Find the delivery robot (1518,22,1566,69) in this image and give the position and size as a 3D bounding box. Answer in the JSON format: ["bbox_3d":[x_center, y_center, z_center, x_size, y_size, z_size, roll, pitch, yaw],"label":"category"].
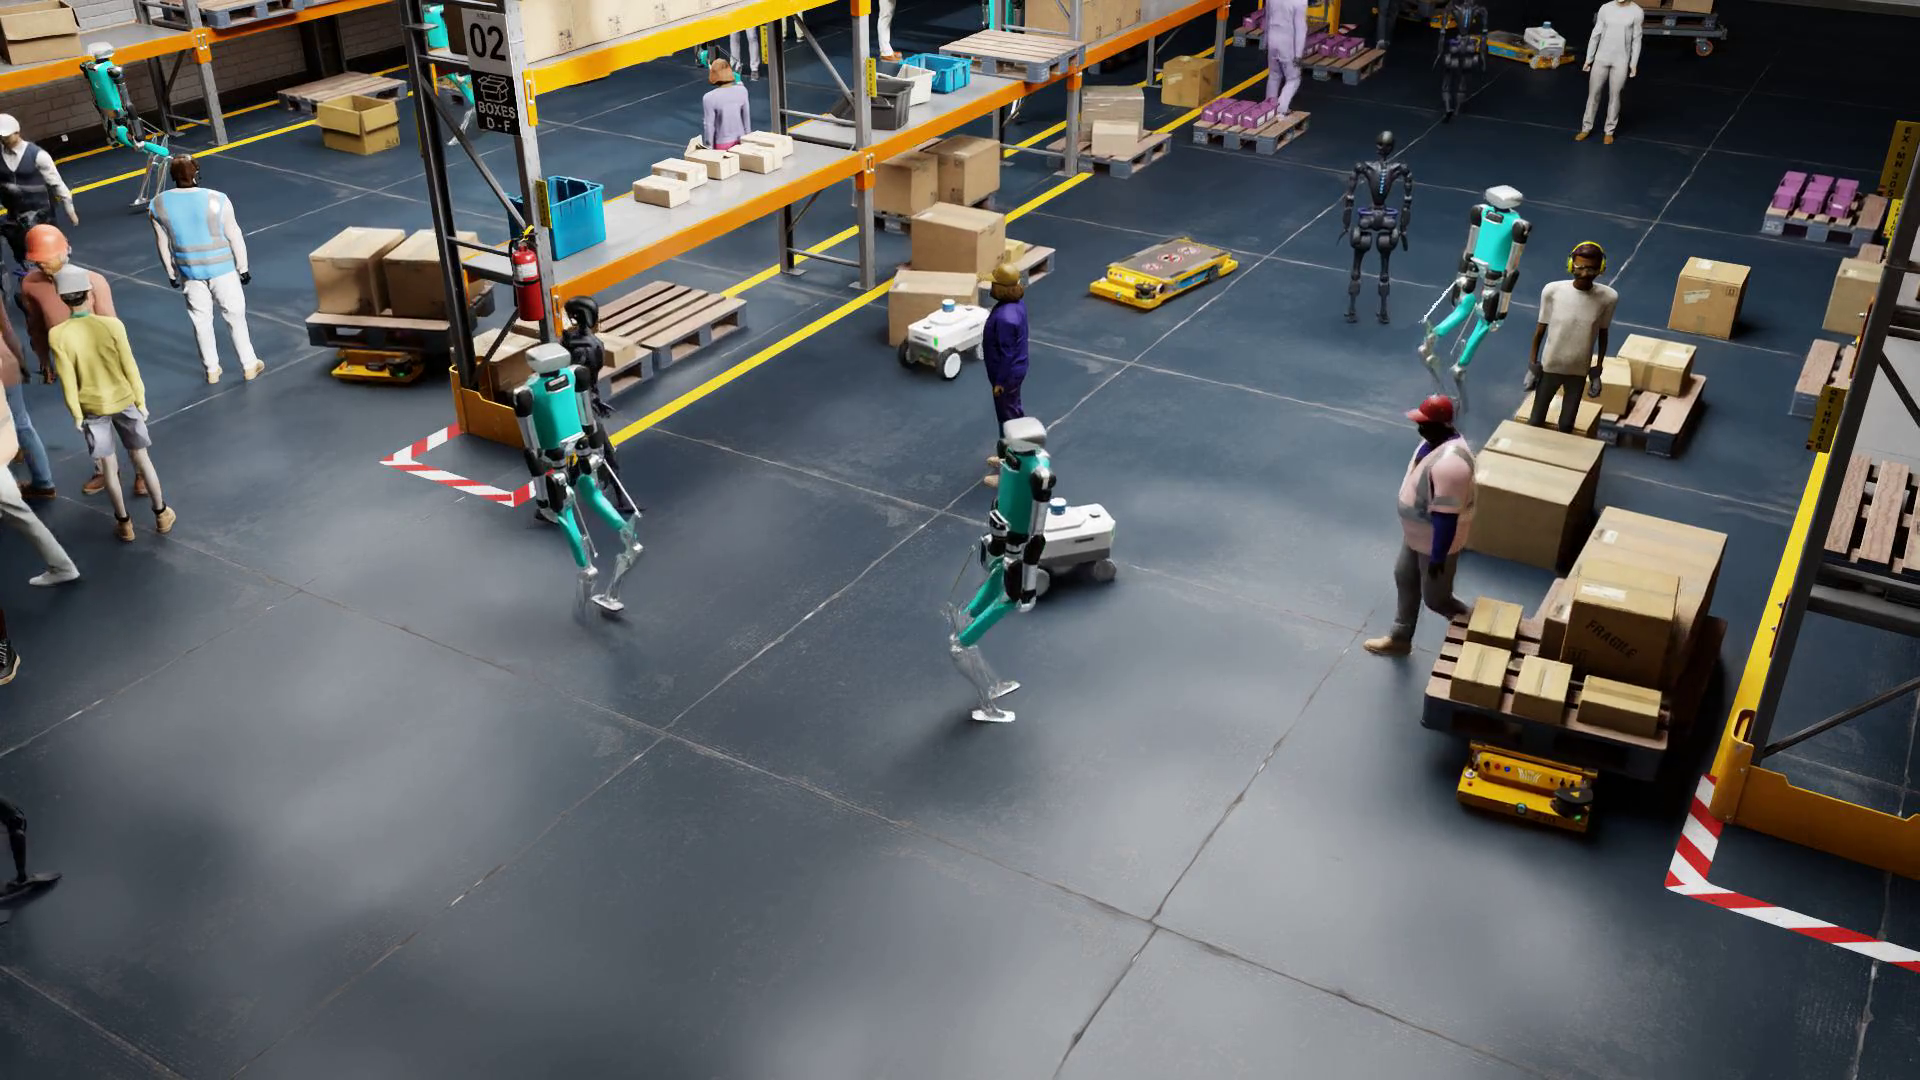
[{"bbox_3d":[7.883,-6.717,22.532,0.529,0.594,0.766,-2,30,-3],"label":"delivery robot"}]

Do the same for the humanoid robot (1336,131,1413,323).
[{"bbox_3d":[3.547,-2.675,14.245,0.611,1.651,0.315,2,30,3],"label":"humanoid robot"}]

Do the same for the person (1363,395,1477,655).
[{"bbox_3d":[2.807,-0.023,9.510,0.729,1.725,0.656,2,30,4],"label":"person"}]

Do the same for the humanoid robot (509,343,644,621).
[{"bbox_3d":[-2.193,-0.237,9.926,0.752,1.835,0.540,22,36,33],"label":"humanoid robot"}]

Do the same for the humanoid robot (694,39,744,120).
[{"bbox_3d":[-2.809,-5.718,19.428,0.735,1.677,0.533,-16,33,-27],"label":"humanoid robot"}]

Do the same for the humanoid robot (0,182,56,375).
[{"bbox_3d":[-7.277,-2.019,13.125,0.720,1.632,0.603,17,33,27],"label":"humanoid robot"}]

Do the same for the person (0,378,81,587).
[{"bbox_3d":[-6.084,-0.537,10.258,0.888,1.876,0.598,-3,30,-6],"label":"person"}]

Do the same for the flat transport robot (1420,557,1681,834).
[{"bbox_3d":[3.181,1.045,9.093,0.659,0.231,1.431,13,32,21],"label":"flat transport robot"}]

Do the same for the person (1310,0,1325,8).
[{"bbox_3d":[5.456,-8.960,25.322,0.467,1.710,0.584,10,31,17],"label":"person"}]

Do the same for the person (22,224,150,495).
[{"bbox_3d":[-5.999,-1.212,11.350,0.642,1.981,0.424,2,30,3],"label":"person"}]

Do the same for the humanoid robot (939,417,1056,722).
[{"bbox_3d":[0.124,0.210,9.089,0.718,1.795,0.536,-12,32,-20],"label":"humanoid robot"}]

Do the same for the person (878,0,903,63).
[{"bbox_3d":[-0.968,-7.451,22.428,0.372,1.940,0.627,-1,29,-1],"label":"person"}]

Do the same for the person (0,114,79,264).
[{"bbox_3d":[-8.078,-2.842,14.466,0.771,1.744,0.460,-5,30,-8],"label":"person"}]

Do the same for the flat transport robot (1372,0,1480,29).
[{"bbox_3d":[6.948,-7.897,24.912,0.659,0.231,1.431,-20,35,-31],"label":"flat transport robot"}]

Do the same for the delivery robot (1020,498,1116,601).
[{"bbox_3d":[0.597,0.030,10.618,0.818,0.614,0.499,-9,31,-16],"label":"delivery robot"}]

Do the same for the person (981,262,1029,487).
[{"bbox_3d":[0.305,-1.161,11.616,0.335,1.623,0.463,4,30,7],"label":"person"}]

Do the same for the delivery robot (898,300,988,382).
[{"bbox_3d":[-0.107,-1.654,13.591,0.499,0.609,0.807,23,36,34],"label":"delivery robot"}]

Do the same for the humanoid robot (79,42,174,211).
[{"bbox_3d":[-8.263,-4.181,16.714,0.533,1.673,0.735,15,33,24],"label":"humanoid robot"}]

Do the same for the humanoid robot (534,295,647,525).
[{"bbox_3d":[-2.539,-0.857,11.074,0.752,1.631,0.593,-3,30,-5],"label":"humanoid robot"}]

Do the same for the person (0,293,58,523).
[{"bbox_3d":[-6.543,-1.069,11.104,0.459,1.984,0.689,22,36,34],"label":"person"}]

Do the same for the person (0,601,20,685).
[{"bbox_3d":[-5.752,-0.062,9.328,0.602,1.966,0.368,-1,29,-2],"label":"person"}]

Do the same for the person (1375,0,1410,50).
[{"bbox_3d":[5.934,-7.593,22.807,0.578,1.812,0.849,6,30,10],"label":"person"}]

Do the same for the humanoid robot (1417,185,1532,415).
[{"bbox_3d":[3.780,-1.723,12.545,0.772,1.823,0.533,-16,33,-26],"label":"humanoid robot"}]

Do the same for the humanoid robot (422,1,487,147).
[{"bbox_3d":[-5.702,-5.499,19.213,0.538,1.776,0.984,19,35,30],"label":"humanoid robot"}]

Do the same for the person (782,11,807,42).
[{"bbox_3d":[-2.406,-7.950,23.495,0.571,1.750,0.329,5,30,9],"label":"person"}]

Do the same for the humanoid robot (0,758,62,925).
[{"bbox_3d":[-4.558,1.073,7.620,0.567,1.640,0.586,-13,32,-22],"label":"humanoid robot"}]

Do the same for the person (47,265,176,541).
[{"bbox_3d":[-5.555,-0.874,10.850,0.471,1.884,0.402,-14,32,-23],"label":"person"}]

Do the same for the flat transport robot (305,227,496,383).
[{"bbox_3d":[-4.626,-1.684,13.921,0.659,0.231,1.431,4,30,7],"label":"flat transport robot"}]

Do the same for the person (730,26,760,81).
[{"bbox_3d":[-2.832,-6.948,21.525,0.497,1.949,0.425,2,30,4],"label":"person"}]

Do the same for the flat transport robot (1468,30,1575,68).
[{"bbox_3d":[7.669,-6.769,22.916,0.659,0.231,1.431,-20,35,-31],"label":"flat transport robot"}]

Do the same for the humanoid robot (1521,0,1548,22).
[{"bbox_3d":[8.573,-8.524,24.585,0.605,1.649,0.325,1,30,2],"label":"humanoid robot"}]

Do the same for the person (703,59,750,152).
[{"bbox_3d":[-2.312,-3.962,16.573,0.500,1.628,0.284,-18,34,-29],"label":"person"}]

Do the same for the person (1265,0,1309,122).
[{"bbox_3d":[3.771,-5.782,19.540,0.594,1.882,0.758,-19,35,-30],"label":"person"}]

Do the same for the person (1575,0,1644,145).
[{"bbox_3d":[7.448,-5.486,18.996,0.587,1.894,0.360,16,33,25],"label":"person"}]

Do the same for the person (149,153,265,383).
[{"bbox_3d":[-5.934,-2.135,13.120,0.635,1.841,0.429,-6,30,-10],"label":"person"}]

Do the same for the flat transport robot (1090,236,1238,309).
[{"bbox_3d":[1.893,-2.470,15.312,0.659,0.231,1.431,24,37,36],"label":"flat transport robot"}]

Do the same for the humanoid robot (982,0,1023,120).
[{"bbox_3d":[0.605,-5.858,19.676,0.533,1.677,0.735,17,34,27],"label":"humanoid robot"}]

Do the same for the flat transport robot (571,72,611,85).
[{"bbox_3d":[-5.367,-6.265,22.024,1.431,0.231,0.659,20,35,31],"label":"flat transport robot"}]

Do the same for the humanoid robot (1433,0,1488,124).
[{"bbox_3d":[5.946,-5.747,19.678,0.613,1.637,0.468,3,30,6],"label":"humanoid robot"}]

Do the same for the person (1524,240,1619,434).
[{"bbox_3d":[4.133,-1.146,11.342,0.509,1.872,0.332,6,30,11],"label":"person"}]
